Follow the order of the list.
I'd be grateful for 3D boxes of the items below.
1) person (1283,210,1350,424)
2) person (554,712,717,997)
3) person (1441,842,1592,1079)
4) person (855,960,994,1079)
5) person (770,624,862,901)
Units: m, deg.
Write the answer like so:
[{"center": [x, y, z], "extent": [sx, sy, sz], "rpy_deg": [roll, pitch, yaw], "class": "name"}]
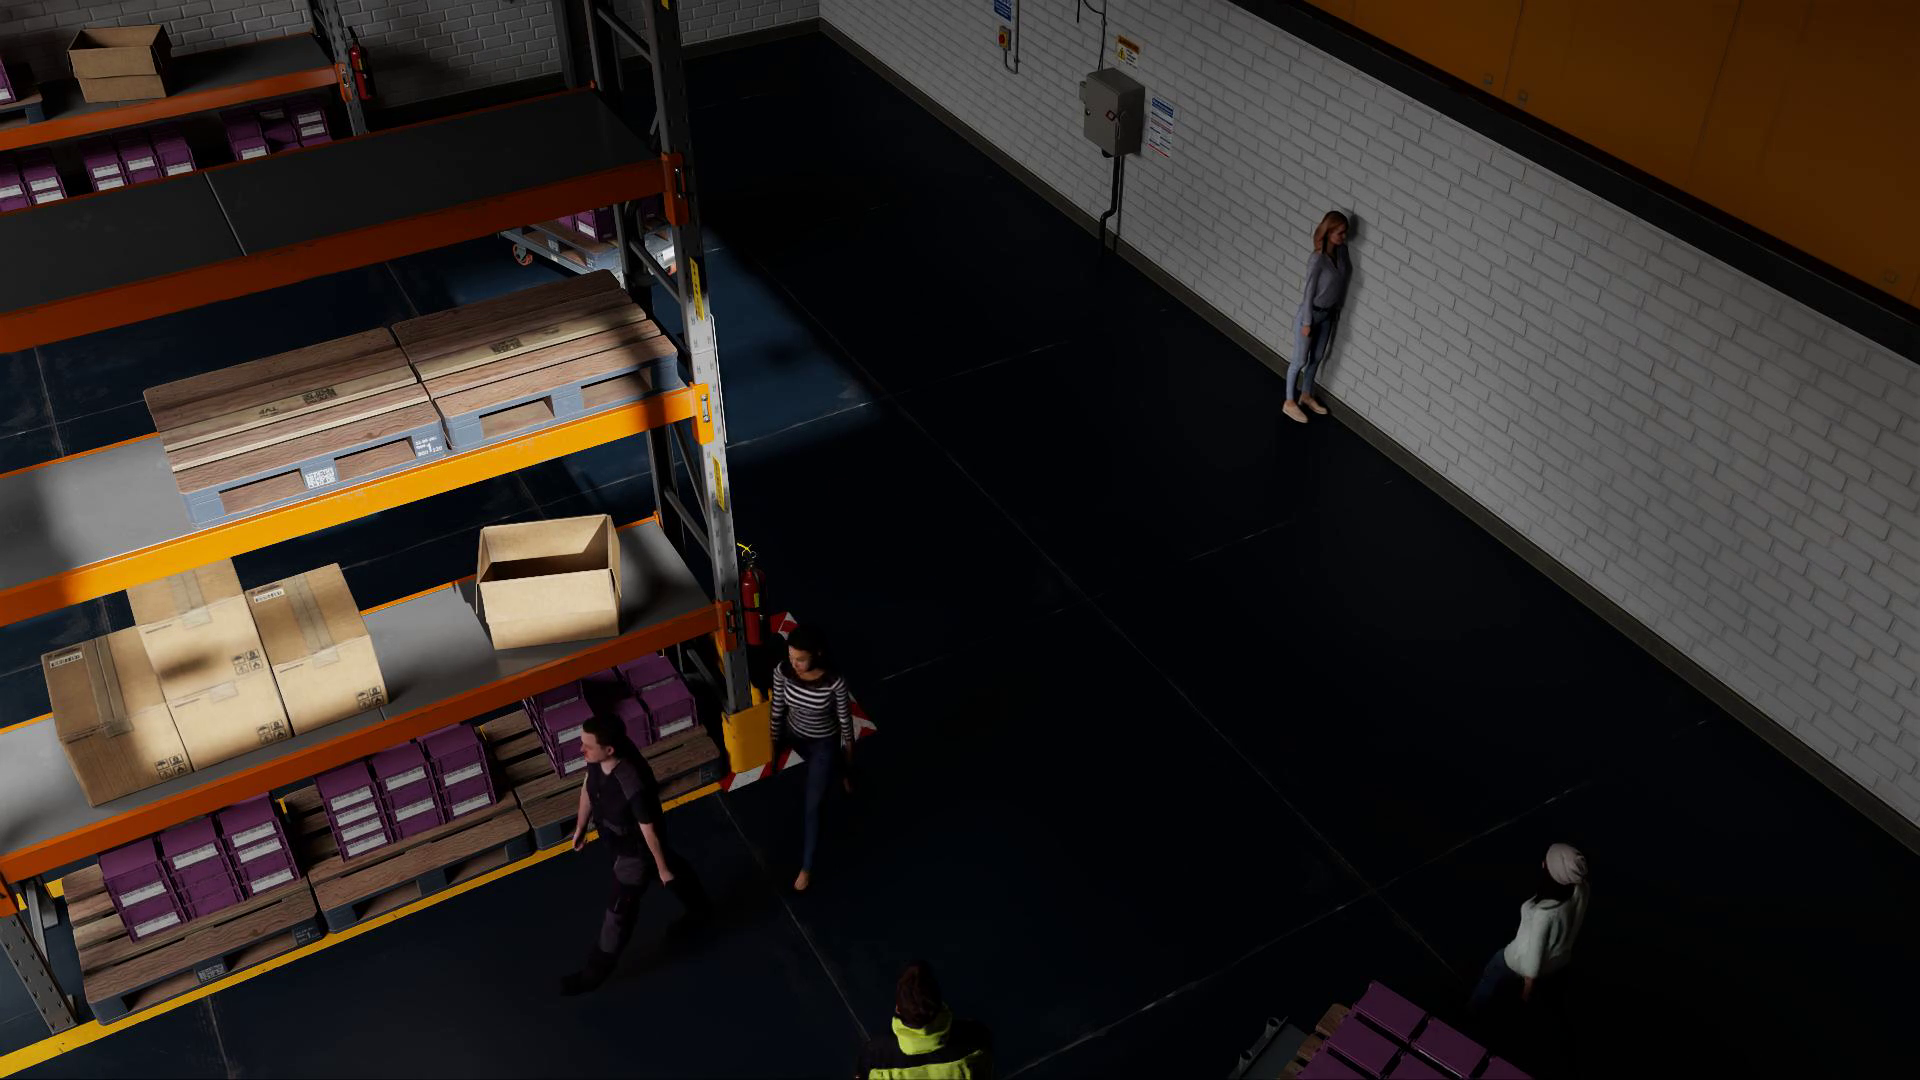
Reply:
[{"center": [2.770, -1.745, 12.930], "extent": [0.503, 1.795, 0.678], "rpy_deg": [-27, 46, -30], "class": "person"}, {"center": [-1.624, 1.559, 8.790], "extent": [1.183, 1.798, 0.718], "rpy_deg": [-21, 43, -24], "class": "person"}, {"center": [2.936, 2.124, 8.236], "extent": [1.061, 1.607, 0.672], "rpy_deg": [-23, 44, -26], "class": "person"}, {"center": [-0.118, 2.626, 7.332], "extent": [1.222, 1.950, 1.113], "rpy_deg": [-4, 39, -6], "class": "person"}, {"center": [-0.791, 1.106, 9.401], "extent": [1.081, 1.743, 1.227], "rpy_deg": [13, 40, 16], "class": "person"}]
